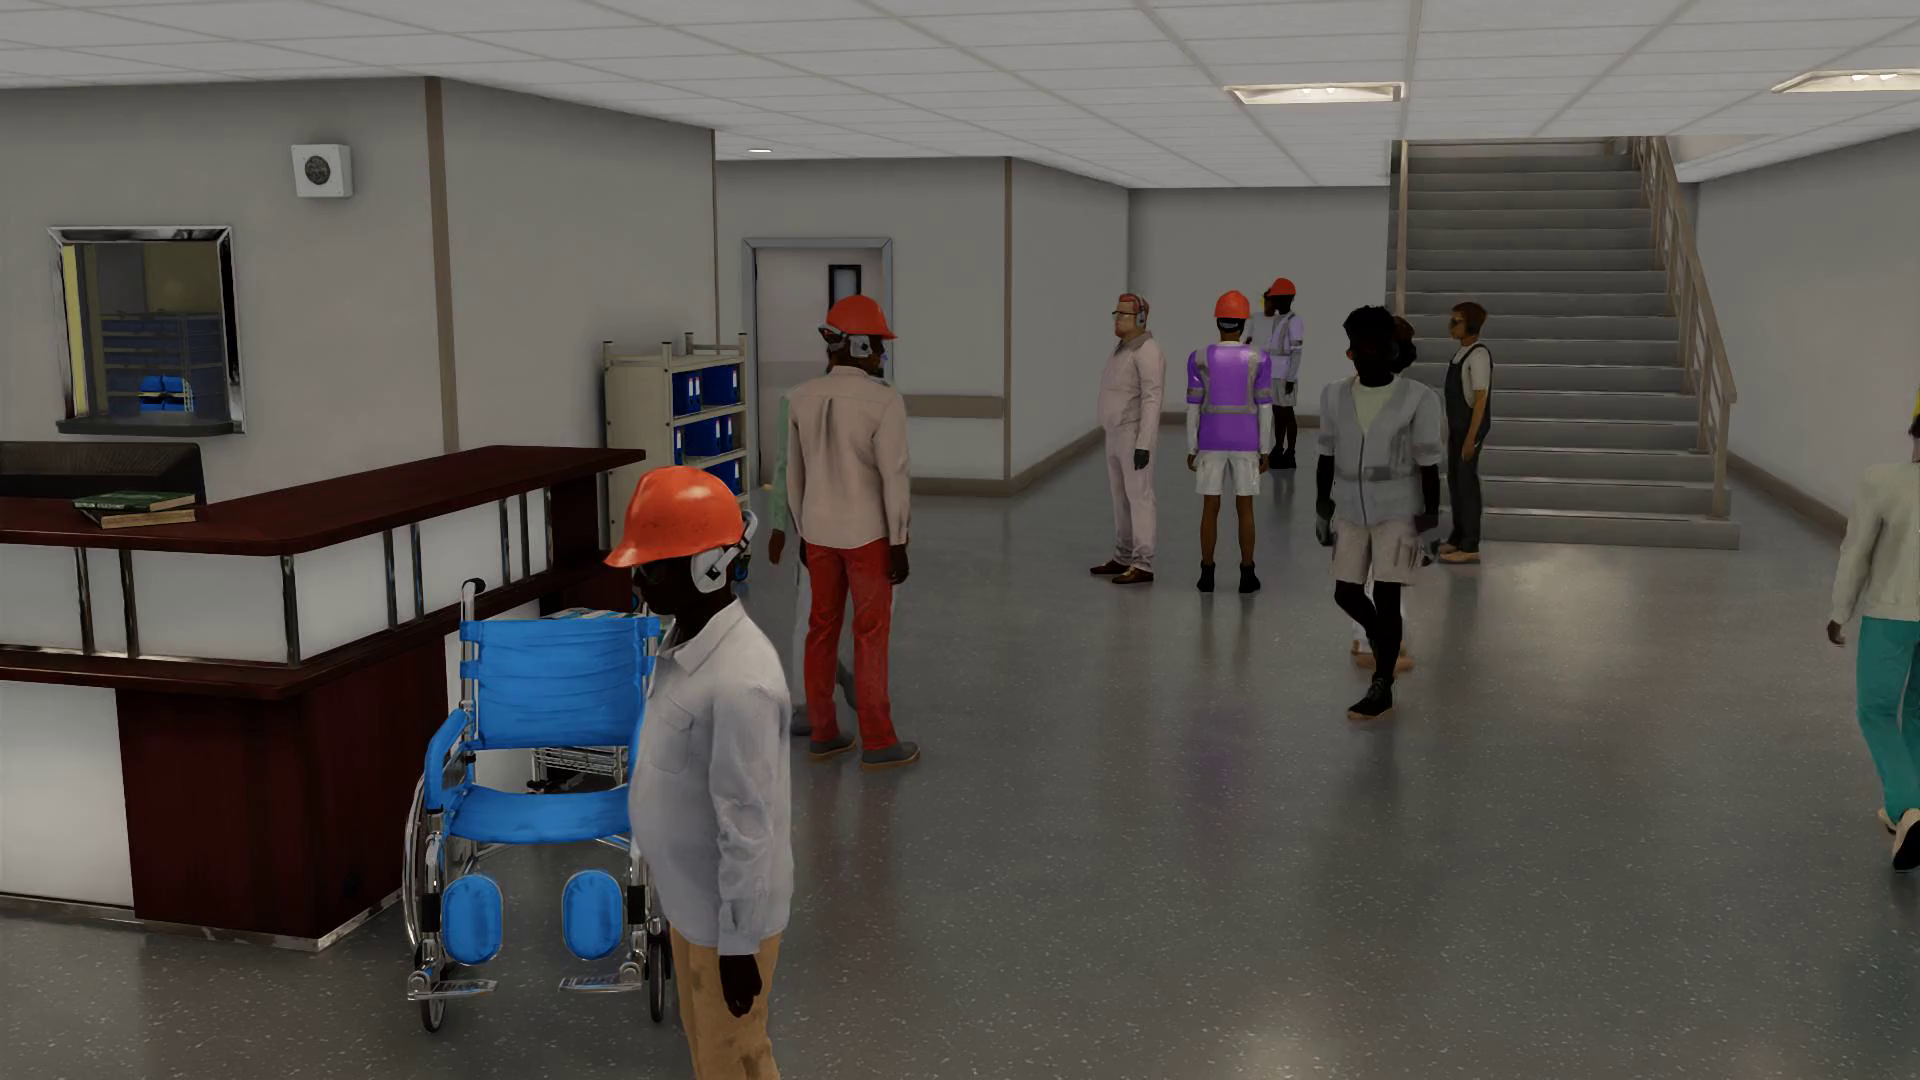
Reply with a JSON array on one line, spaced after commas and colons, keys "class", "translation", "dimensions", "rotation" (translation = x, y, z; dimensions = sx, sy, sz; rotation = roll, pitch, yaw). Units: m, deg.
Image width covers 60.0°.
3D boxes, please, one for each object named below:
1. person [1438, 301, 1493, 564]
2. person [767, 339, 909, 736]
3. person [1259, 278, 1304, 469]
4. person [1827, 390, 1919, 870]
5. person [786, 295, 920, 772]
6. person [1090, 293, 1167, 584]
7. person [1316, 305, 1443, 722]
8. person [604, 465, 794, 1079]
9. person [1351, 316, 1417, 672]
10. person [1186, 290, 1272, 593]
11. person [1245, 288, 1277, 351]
[{"class": "person", "translation": [3.549, -0.746, 11.709], "dimensions": [0.335, 1.844, 0.546], "rotation": [0, 10, 2]}, {"class": "person", "translation": [-0.584, -0.096, 7.630], "dimensions": [0.681, 1.918, 0.494], "rotation": [-4, 10, -21]}, {"class": "person", "translation": [3.278, -1.694, 16.983], "dimensions": [0.361, 1.939, 0.542], "rotation": [-2, 10, -14]}, {"class": "person", "translation": [3.426, 0.285, 5.919], "dimensions": [0.529, 1.739, 0.771], "rotation": [2, 10, 12]}, {"class": "person", "translation": [-0.452, -0.027, 7.016], "dimensions": [0.612, 1.991, 0.392], "rotation": [7, 12, 35]}, {"class": "person", "translation": [1.111, -0.672, 11.052], "dimensions": [0.407, 1.913, 0.641], "rotation": [-3, 10, -17]}, {"class": "person", "translation": [1.993, -0.142, 7.842], "dimensions": [0.659, 1.938, 0.628], "rotation": [8, 12, 39]}, {"class": "person", "translation": [-0.527, 0.711, 3.397], "dimensions": [0.352, 1.743, 0.564], "rotation": [-4, 10, -21]}, {"class": "person", "translation": [2.233, -0.244, 8.734], "dimensions": [0.429, 1.846, 0.627], "rotation": [2, 10, 11]}, {"class": "person", "translation": [1.722, -0.621, 10.670], "dimensions": [0.543, 1.939, 0.360], "rotation": [2, 10, 13]}, {"class": "person", "translation": [3.460, -1.934, 18.808], "dimensions": [0.526, 1.795, 0.901], "rotation": [1, 10, 6]}]
